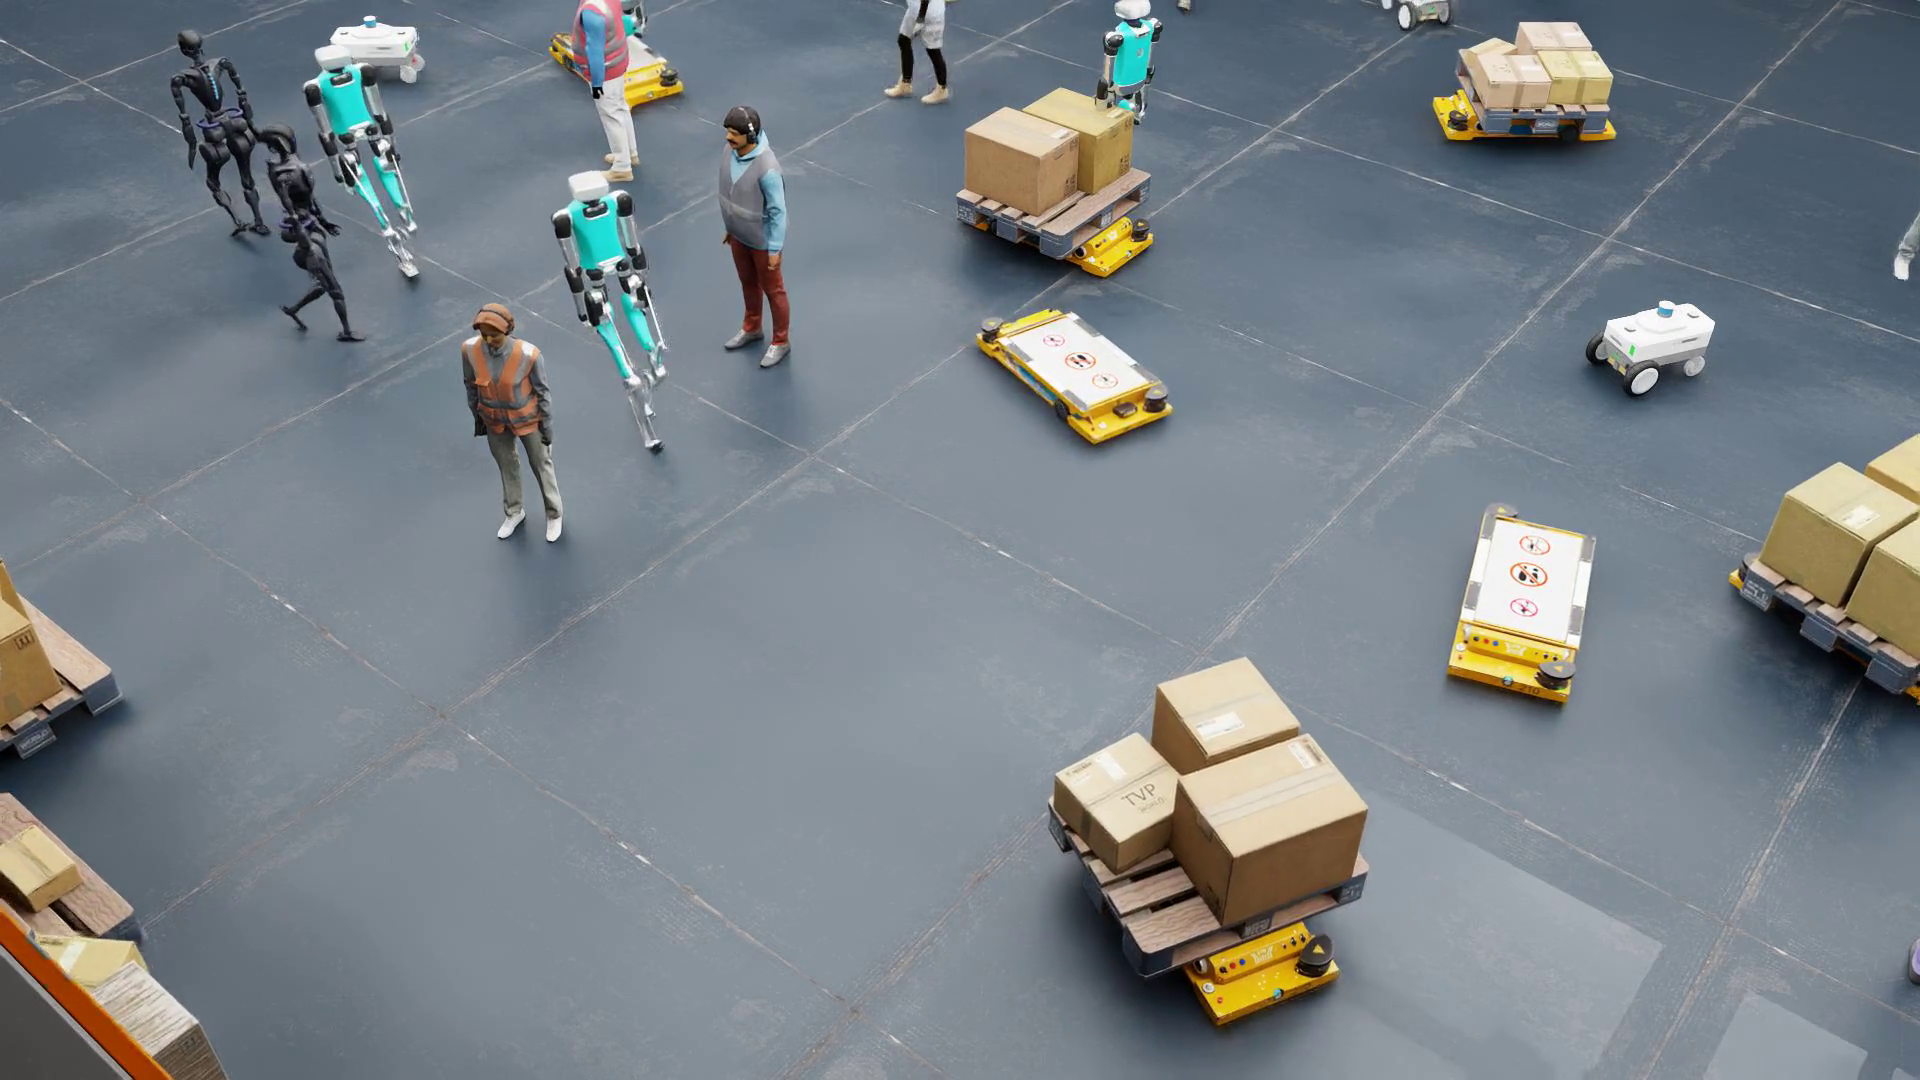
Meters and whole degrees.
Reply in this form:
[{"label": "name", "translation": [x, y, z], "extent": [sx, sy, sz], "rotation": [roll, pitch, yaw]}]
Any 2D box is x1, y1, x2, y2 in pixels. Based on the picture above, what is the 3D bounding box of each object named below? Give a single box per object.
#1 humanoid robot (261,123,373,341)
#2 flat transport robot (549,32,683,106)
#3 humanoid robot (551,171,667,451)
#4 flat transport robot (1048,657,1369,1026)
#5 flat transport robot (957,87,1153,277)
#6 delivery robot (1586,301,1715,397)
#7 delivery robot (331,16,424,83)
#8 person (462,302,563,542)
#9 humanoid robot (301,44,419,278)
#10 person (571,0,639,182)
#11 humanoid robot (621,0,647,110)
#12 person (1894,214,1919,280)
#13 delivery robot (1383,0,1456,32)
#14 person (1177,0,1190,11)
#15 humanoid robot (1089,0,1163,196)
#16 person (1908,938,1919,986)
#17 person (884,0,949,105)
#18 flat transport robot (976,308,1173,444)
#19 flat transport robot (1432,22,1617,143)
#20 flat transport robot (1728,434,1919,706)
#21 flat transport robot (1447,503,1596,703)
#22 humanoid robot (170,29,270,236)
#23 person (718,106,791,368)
[{"label": "humanoid robot", "translation": [-4.538, -2.106, 11.500], "extent": [0.641, 1.656, 0.600], "rotation": [-5, 41, -6]}, {"label": "flat transport robot", "translation": [-3.160, -4.350, 15.195], "extent": [0.659, 0.231, 1.431], "rotation": [-25, 46, -26]}, {"label": "humanoid robot", "translation": [-2.127, -1.380, 10.646], "extent": [0.548, 1.893, 0.787], "rotation": [-24, 46, -25]}, {"label": "flat transport robot", "translation": [1.182, 1.655, 8.131], "extent": [0.659, 0.231, 1.431], "rotation": [-16, 43, -18]}, {"label": "flat transport robot", "translation": [0.735, -2.484, 13.000], "extent": [1.431, 0.231, 0.659], "rotation": [27, 47, 28]}, {"label": "delivery robot", "translation": [4.782, -1.374, 11.457], "extent": [0.747, 0.572, 0.499], "rotation": [-13, 42, -15]}, {"label": "delivery robot", "translation": [-5.314, -4.442, 15.096], "extent": [0.811, 0.613, 0.499], "rotation": [0, 40, 0]}, {"label": "person", "translation": [-2.638, -0.696, 9.838], "extent": [0.510, 1.638, 0.306], "rotation": [5, 41, 6]}, {"label": "humanoid robot", "translation": [-4.244, -2.671, 12.076], "extent": [0.551, 1.740, 0.892], "rotation": [-30, 49, -31]}, {"label": "person", "translation": [-2.861, -3.772, 13.314], "extent": [0.431, 1.836, 0.628], "rotation": [1, 40, 1]}, {"label": "humanoid robot", "translation": [-2.968, -4.407, 14.151], "extent": [0.806, 1.791, 0.556], "rotation": [22, 45, 24]}, {"label": "person", "translation": [7.161, -2.468, 11.881], "extent": [0.490, 1.687, 0.944], "rotation": [8, 41, 9]}, {"label": "delivery robot", "translation": [4.425, -5.301, 16.070], "extent": [0.499, 0.565, 0.745], "rotation": [-11, 42, -13]}, {"label": "person", "translation": [2.190, -6.121, 16.073], "extent": [0.606, 1.824, 1.009], "rotation": [7, 41, 8]}, {"label": "humanoid robot", "translation": [1.133, -3.439, 12.887], "extent": [0.533, 1.677, 0.735], "rotation": [-27, 47, -28]}, {"label": "person", "translation": [4.636, 1.391, 7.224], "extent": [0.567, 1.845, 0.386], "rotation": [30, 49, 31]}, {"label": "person", "translation": [-0.400, -4.535, 14.318], "extent": [0.675, 1.668, 0.542], "rotation": [-11, 42, -13]}, {"label": "flat transport robot", "translation": [0.771, -1.181, 11.467], "extent": [0.659, 0.231, 1.431], "rotation": [-22, 45, -24]}, {"label": "flat transport robot", "translation": [4.892, -3.696, 14.425], "extent": [1.431, 0.231, 0.659], "rotation": [0, 40, 0]}, {"label": "flat transport robot", "translation": [5.242, 0.450, 9.548], "extent": [0.659, 0.231, 1.431], "rotation": [-24, 46, -26]}, {"label": "flat transport robot", "translation": [3.287, 0.336, 9.682], "extent": [0.659, 0.231, 1.431], "rotation": [14, 42, 16]}, {"label": "humanoid robot", "translation": [-5.591, -3.074, 12.606], "extent": [0.337, 1.645, 0.611], "rotation": [28, 48, 29]}, {"label": "person", "translation": [-1.380, -2.066, 11.265], "extent": [0.531, 1.881, 0.415], "rotation": [31, 49, 31]}]
